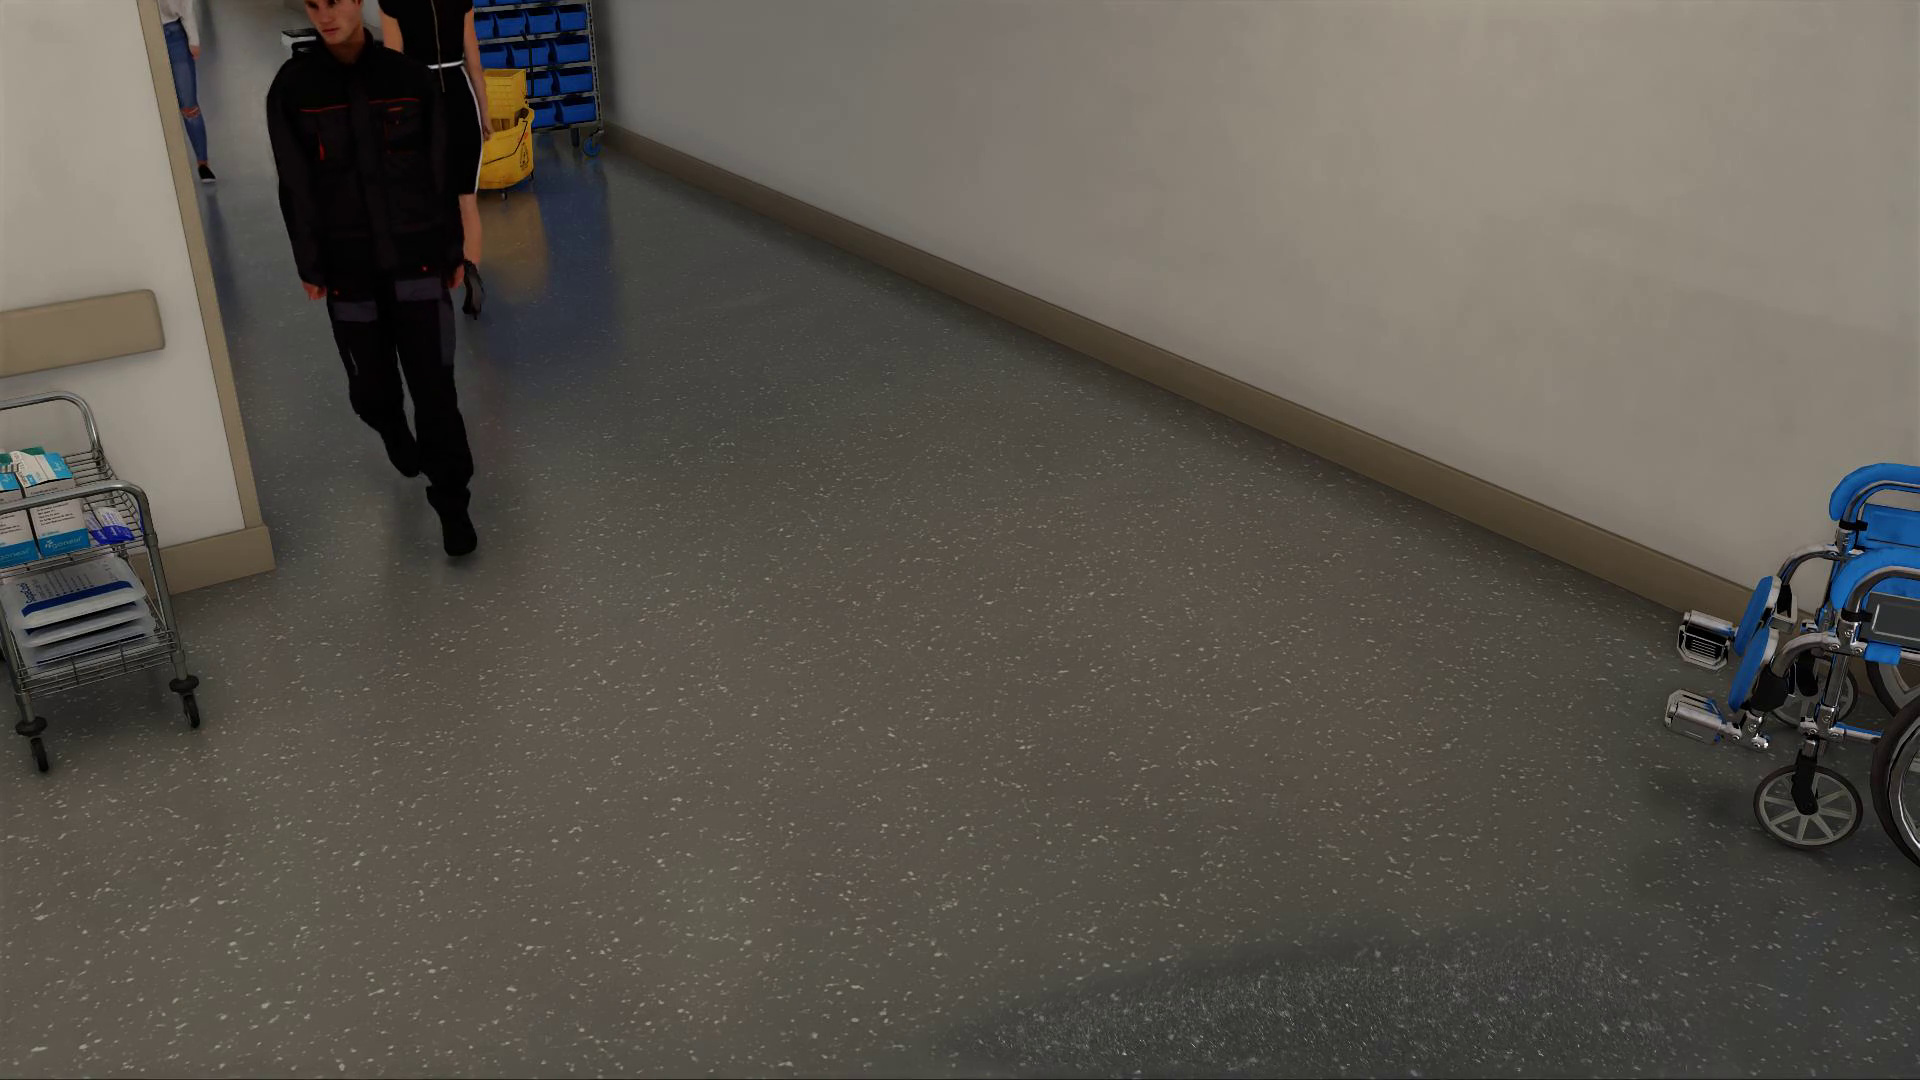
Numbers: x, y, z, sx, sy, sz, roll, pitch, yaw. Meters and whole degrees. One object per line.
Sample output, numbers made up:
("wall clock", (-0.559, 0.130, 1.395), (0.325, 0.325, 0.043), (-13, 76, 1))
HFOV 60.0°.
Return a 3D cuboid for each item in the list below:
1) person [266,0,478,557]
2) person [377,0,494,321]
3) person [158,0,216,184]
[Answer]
("person", (-1.935, -0.955, 5.528), (1.217, 1.901, 0.973), (-10, 27, -19))
("person", (-2.285, -1.806, 7.428), (0.776, 1.783, 0.716), (-13, 29, -25))
("person", (-4.797, -2.970, 9.948), (0.587, 1.691, 0.726), (-8, 27, -16))
